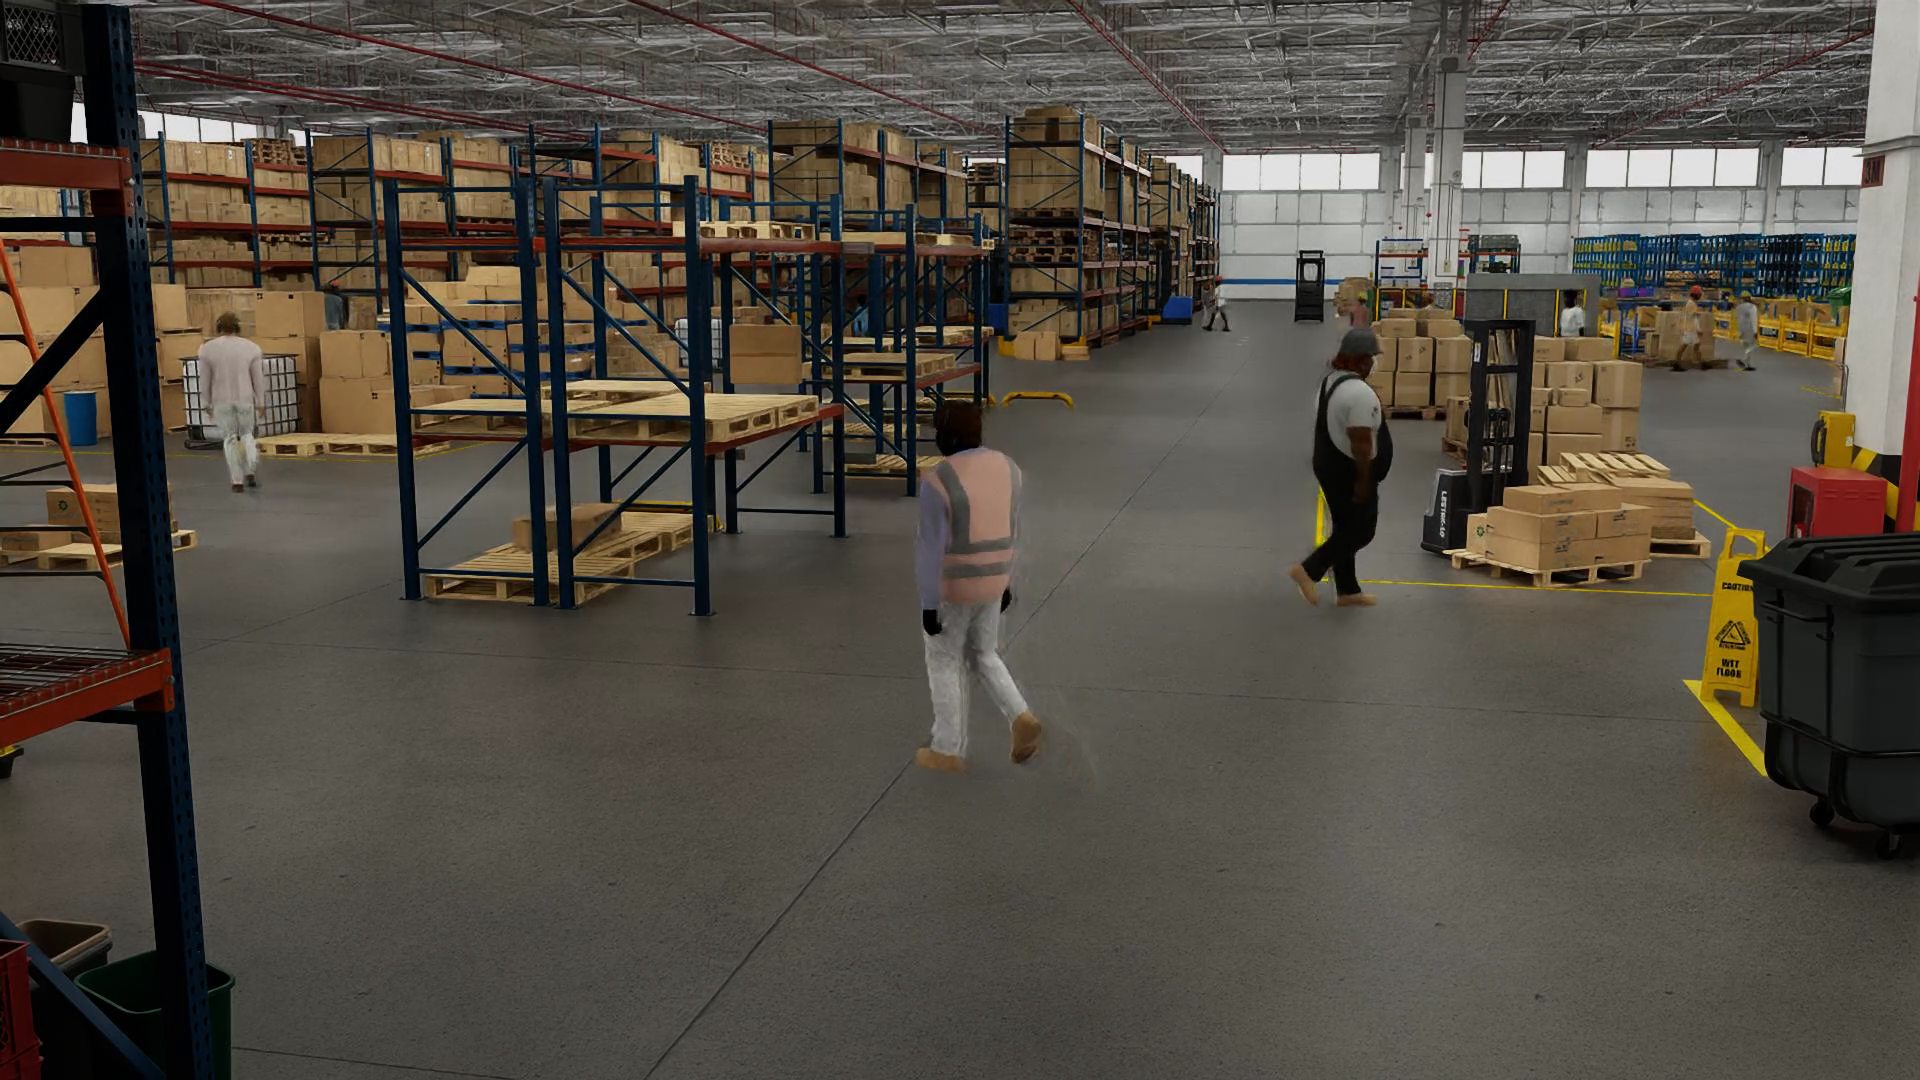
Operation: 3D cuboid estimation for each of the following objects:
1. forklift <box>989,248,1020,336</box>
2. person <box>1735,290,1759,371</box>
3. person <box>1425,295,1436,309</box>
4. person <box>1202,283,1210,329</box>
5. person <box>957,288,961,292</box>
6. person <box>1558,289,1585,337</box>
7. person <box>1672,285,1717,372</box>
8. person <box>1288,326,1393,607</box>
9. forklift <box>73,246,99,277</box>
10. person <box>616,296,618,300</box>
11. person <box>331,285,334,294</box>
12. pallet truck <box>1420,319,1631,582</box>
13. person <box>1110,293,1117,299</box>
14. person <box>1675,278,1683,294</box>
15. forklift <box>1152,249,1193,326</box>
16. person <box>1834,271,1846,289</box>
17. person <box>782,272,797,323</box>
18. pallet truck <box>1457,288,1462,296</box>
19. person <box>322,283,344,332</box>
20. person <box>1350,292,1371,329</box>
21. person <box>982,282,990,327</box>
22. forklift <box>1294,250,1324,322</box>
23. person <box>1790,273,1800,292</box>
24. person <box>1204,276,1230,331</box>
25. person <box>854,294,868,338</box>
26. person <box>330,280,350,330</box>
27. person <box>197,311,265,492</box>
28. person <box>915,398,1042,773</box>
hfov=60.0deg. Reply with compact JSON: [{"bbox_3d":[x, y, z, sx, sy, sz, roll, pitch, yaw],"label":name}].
[{"bbox_3d":[1.449,-7.822,52.528,1.129,2.768,1.873,2,10,12],"label":"forklift"},{"bbox_3d":[17.401,-4.611,36.713,0.488,1.792,0.619,-2,10,-10],"label":"person"},{"bbox_3d":[11.140,-4.982,39.402,0.512,1.617,0.538,3,10,19],"label":"person"},{"bbox_3d":[8.781,-8.329,59.202,0.279,1.636,0.500,0,10,2],"label":"person"},{"bbox_3d":[-0.266,-11.535,77.621,0.648,1.823,0.623,5,11,26],"label":"person"},{"bbox_3d":[11.383,-3.737,31.179,1.022,1.911,0.627,-1,10,-8],"label":"person"},{"bbox_3d":[16.166,-4.624,36.506,0.971,1.890,0.555,4,10,23],"label":"person"},{"bbox_3d":[2.676,-0.502,11.660,0.714,2.000,0.690,-2,10,-10],"label":"person"},{"bbox_3d":[-23.203,-6.445,44.373,1.873,2.768,1.129,-1,10,-9],"label":"forklift"},{"bbox_3d":[-8.512,-5.255,41.019,0.524,1.630,0.324,1,10,5],"label":"person"},{"bbox_3d":[-15.501,-5.361,40.976,0.608,1.882,0.845,1,10,5],"label":"person"},{"bbox_3d":[4.543,-0.757,13.299,0.823,1.965,1.885,-4,10,-22],"label":"pallet truck"},{"bbox_3d":[5.559,-8.386,59.641,0.732,1.606,0.500,4,11,24],"label":"person"},{"bbox_3d":[30.455,-10.337,70.793,0.816,1.734,0.529,3,10,15],"label":"person"},{"bbox_3d":[7.646,-9.320,61.395,1.873,2.768,1.129,2,10,11],"label":"forklift"},{"bbox_3d":[42.686,-12.050,80.288,0.956,1.941,0.711,-7,12,-38],"label":"person"},{"bbox_3d":[-6.520,-9.334,64.066,1.006,1.992,0.629,5,11,28],"label":"person"},{"bbox_3d":[20.506,-9.785,68.819,0.653,1.274,1.630,2,10,12],"label":"pallet truck"},{"bbox_3d":[-14.576,-4.972,38.468,0.630,1.931,0.366,-6,12,-34],"label":"person"},{"bbox_3d":[9.115,-4.801,38.019,0.526,1.736,0.831,8,12,39],"label":"person"},{"bbox_3d":[0.849,-8.474,59.906,0.540,1.683,0.429,-3,10,-16],"label":"person"},{"bbox_3d":[13.778,-10.002,65.433,1.129,2.768,1.873,2,10,12],"label":"forklift"},{"bbox_3d":[40.404,-12.024,80.582,0.919,1.810,0.582,3,10,19],"label":"person"},{"bbox_3d":[8.882,-8.099,57.119,0.988,1.891,0.565,9,13,43],"label":"person"},{"bbox_3d":[-2.250,-4.738,37.764,0.321,1.696,0.537,1,10,3],"label":"person"},{"bbox_3d":[-15.924,-5.656,42.488,0.622,1.953,1.006,-3,10,-18],"label":"person"},{"bbox_3d":[-7.784,-1.475,17.779,0.625,1.919,0.604,-6,11,-30],"label":"person"},{"bbox_3d":[0.057,0.240,7.903,0.637,1.824,0.591,-8,13,-40],"label":"person"}]
